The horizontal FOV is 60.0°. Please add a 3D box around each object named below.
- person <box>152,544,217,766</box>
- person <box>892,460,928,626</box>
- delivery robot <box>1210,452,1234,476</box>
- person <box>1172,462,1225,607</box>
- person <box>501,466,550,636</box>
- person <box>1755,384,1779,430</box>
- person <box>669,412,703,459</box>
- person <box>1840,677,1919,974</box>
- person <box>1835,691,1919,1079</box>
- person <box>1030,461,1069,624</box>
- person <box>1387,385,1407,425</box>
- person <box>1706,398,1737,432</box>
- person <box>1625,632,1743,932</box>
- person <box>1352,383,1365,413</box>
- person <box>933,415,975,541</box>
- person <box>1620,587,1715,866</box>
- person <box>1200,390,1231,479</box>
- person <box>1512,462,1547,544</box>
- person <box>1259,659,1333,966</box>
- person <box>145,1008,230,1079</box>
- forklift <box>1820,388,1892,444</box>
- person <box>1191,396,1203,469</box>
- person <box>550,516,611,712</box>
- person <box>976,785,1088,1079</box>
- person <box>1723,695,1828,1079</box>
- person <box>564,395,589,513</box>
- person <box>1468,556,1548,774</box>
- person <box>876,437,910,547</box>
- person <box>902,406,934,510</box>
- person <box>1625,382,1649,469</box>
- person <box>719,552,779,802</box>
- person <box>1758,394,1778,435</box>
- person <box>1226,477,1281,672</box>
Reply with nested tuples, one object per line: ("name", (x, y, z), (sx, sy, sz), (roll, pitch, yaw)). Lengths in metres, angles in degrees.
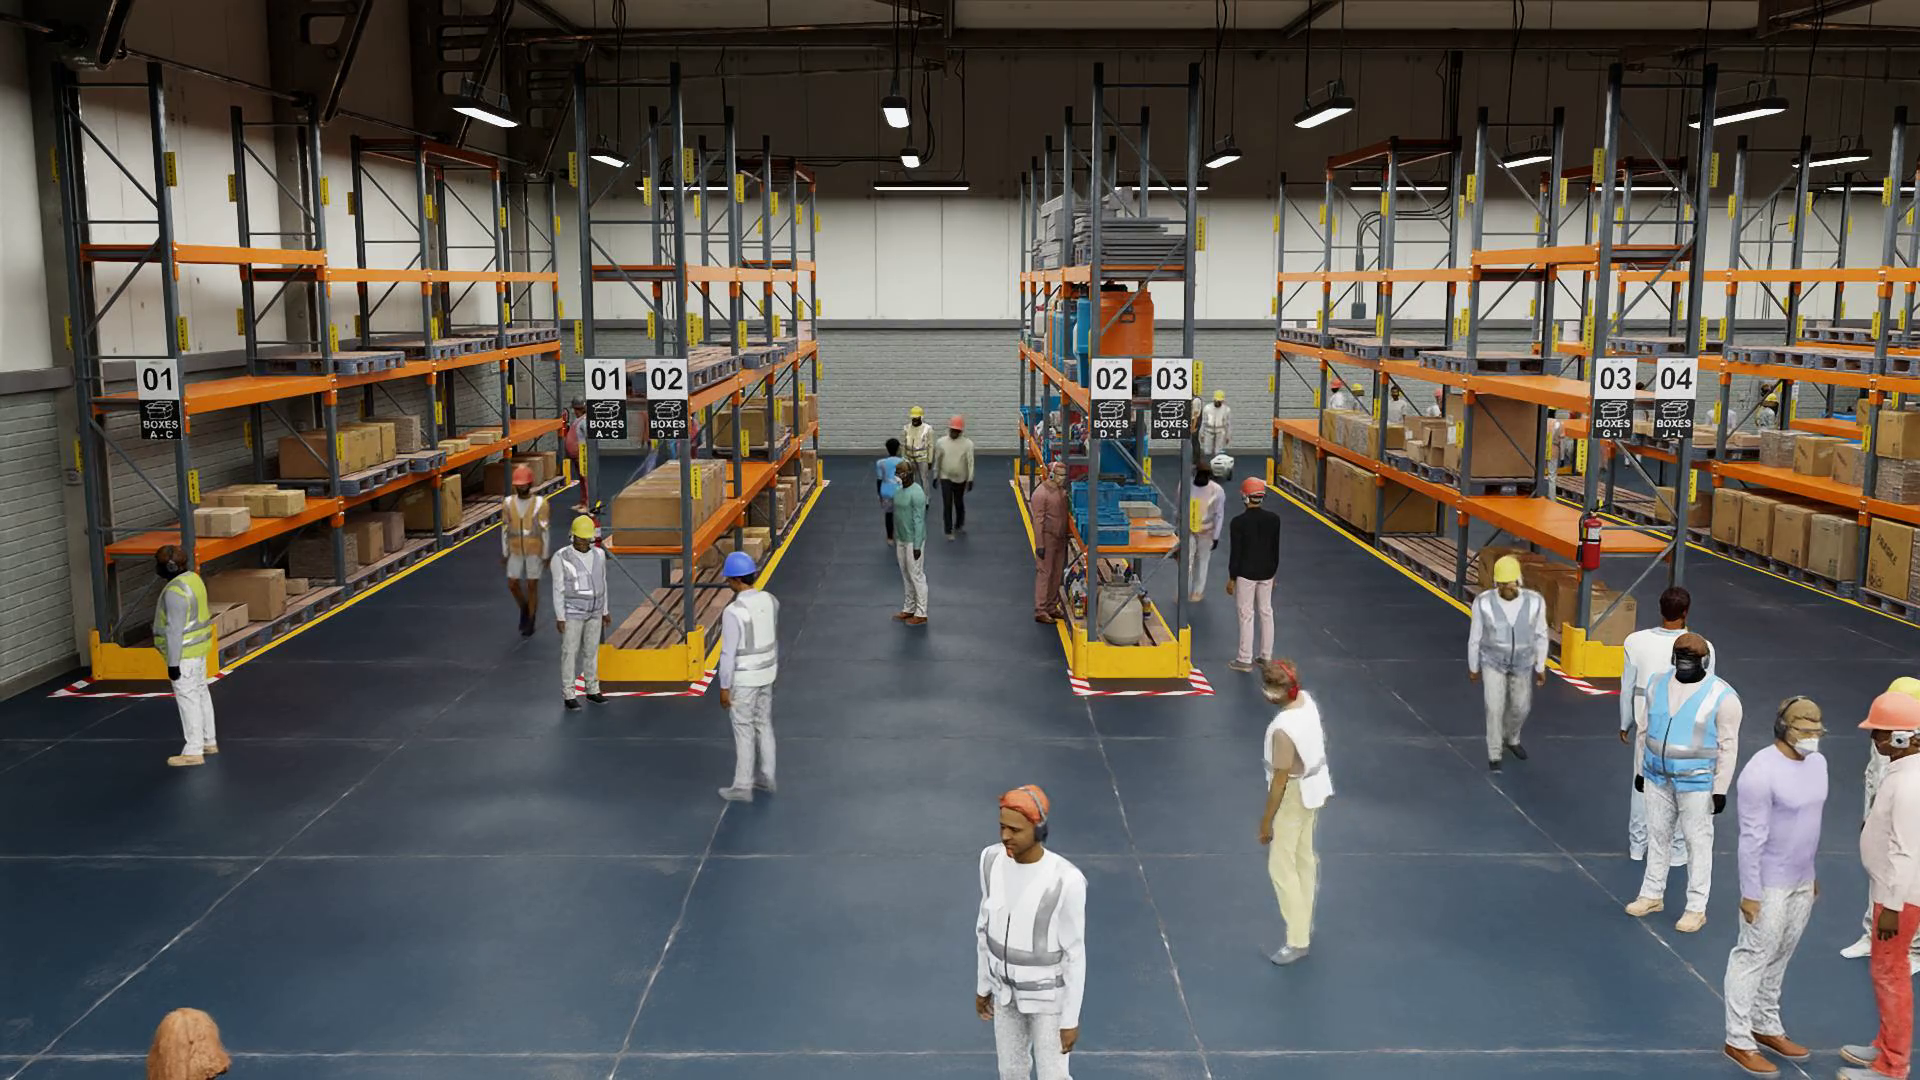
("person", (-6.434, 0.942, 13.769), (0.431, 1.835, 0.625), (-1, 9, -8))
("person", (-0.584, 0.027, 19.343), (0.379, 1.931, 0.625), (-4, 10, -26))
("delivery robot", (5.280, -1.541, 33.515), (0.477, 0.478, 0.707), (4, 9, 22))
("person", (2.910, -0.073, 20.414), (0.655, 1.792, 0.887), (2, 9, 14))
("person", (-4.889, 0.126, 18.701), (0.572, 1.923, 0.402), (0, 9, 1))
("person", (16.967, -2.363, 35.021), (0.429, 1.837, 0.628), (1, 9, 6))
("person", (-4.810, -1.456, 29.215), (0.665, 1.823, 0.465), (-8, 12, -40))
("person", (5.407, 1.637, 9.573), (0.313, 1.741, 0.487), (-3, 9, -21))
("person", (4.616, 1.727, 8.241), (0.412, 1.981, 0.623), (5, 10, 28))
("person", (1.090, 0.024, 19.474), (0.401, 1.896, 0.650), (6, 11, 34))
("person", (8.986, -2.273, 34.359), (0.323, 1.862, 0.510), (-9, 12, -44))
("person", (15.351, -2.073, 33.580), (0.555, 1.732, 0.798), (3, 9, 17))
("person", (4.450, 1.476, 10.281), (0.429, 1.846, 0.633), (-6, 11, -36))
("person", (8.799, -2.599, 36.851), (0.321, 1.737, 0.483), (4, 10, 25))
("person", (-0.091, -0.990, 25.846), (0.657, 1.948, 0.885), (0, 9, 1))
("person", (4.822, 1.270, 11.368), (0.598, 1.917, 0.375), (6, 11, 34))
("person", (5.160, -2.129, 33.572), (0.606, 1.809, 0.423), (2, 9, 15))
("person", (8.574, -0.887, 25.213), (0.629, 1.915, 0.733), (0, 9, 0))
("person", (1.998, 1.566, 9.855), (0.394, 1.805, 0.697), (4, 10, 26))
("person", (-2.495, 2.334, 5.475), (0.504, 1.628, 0.287), (-6, 11, -35))
("forklift", (20.072, -3.110, 36.462), (1.873, 2.768, 1.129), (0, 9, 0))
("person", (5.001, -2.434, 35.462), (0.350, 1.838, 0.504), (2, 9, 10))
("person", (-3.515, 0.673, 15.516), (0.403, 1.823, 0.586), (8, 12, 42))
("person", (0.295, 1.952, 7.122), (0.579, 1.878, 0.350), (8, 12, 43))
("person", (4.138, 1.722, 8.401), (0.630, 1.936, 0.369), (-6, 11, -34))
("person", (-6.549, -1.486, 28.704), (0.537, 2.000, 0.675), (-4, 10, -25))
("person", (4.452, 0.987, 13.586), (0.610, 1.802, 0.668), (1, 9, 7))
("person", (-0.991, -0.690, 24.726), (0.534, 1.673, 0.687), (0, 9, -2))
("person", (-0.742, -1.421, 28.990), (0.593, 1.826, 0.404), (4, 10, 23))
("person", (14.410, -2.436, 35.423), (0.516, 1.857, 0.342), (7, 11, 37))
("person", (-1.625, 1.048, 12.766), (0.410, 1.939, 0.621), (5, 10, 30))
("person", (16.299, -2.090, 33.580), (0.325, 1.732, 0.489), (0, 9, -2))
("person", (2.993, 0.351, 17.030), (0.610, 1.996, 0.386), (-4, 10, -26))
